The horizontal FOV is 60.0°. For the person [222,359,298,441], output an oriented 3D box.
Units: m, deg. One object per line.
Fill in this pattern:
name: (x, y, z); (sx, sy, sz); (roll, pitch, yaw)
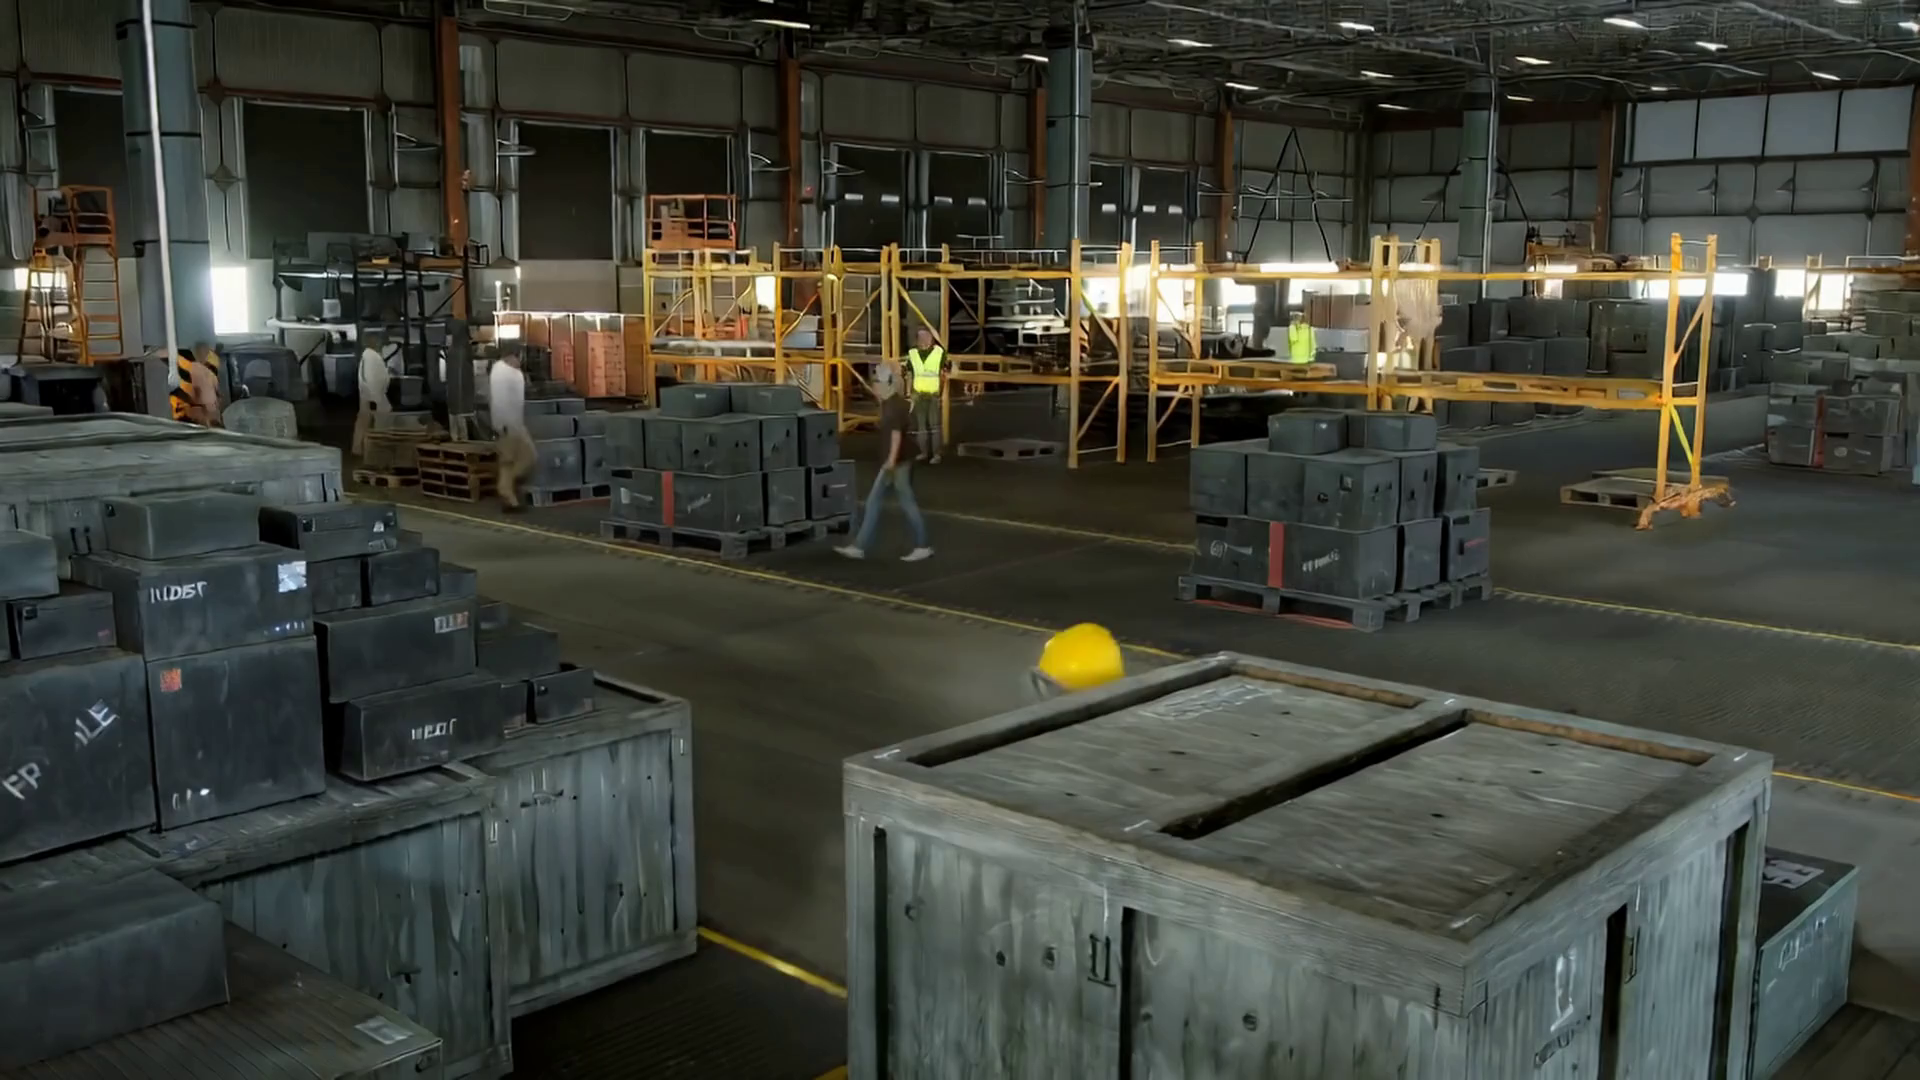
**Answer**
person: (-5.748, -0.528, 13.734); (0.586, 1.918, 0.394); (-1, 9, -7)

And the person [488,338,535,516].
person: (-4.837, -1.217, 17.951); (0.444, 1.917, 0.671); (1, 9, 4)

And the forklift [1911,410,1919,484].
forklift: (12.495, -1.964, 19.589); (1.873, 2.768, 1.129); (9, 13, 43)

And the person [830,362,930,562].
person: (-0.684, -0.684, 14.976); (0.966, 1.816, 0.549); (-4, 10, -22)

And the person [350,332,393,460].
person: (-8.081, -2.011, 23.222); (0.981, 1.770, 0.639); (-5, 11, -30)

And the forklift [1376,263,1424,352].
forklift: (12.602, -6.390, 46.722); (1.129, 2.768, 1.873); (-8, 12, -41)

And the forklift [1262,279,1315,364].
forklift: (8.555, -6.090, 44.881); (1.873, 2.768, 1.129); (9, 13, 43)

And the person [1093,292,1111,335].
person: (4.386, -6.675, 51.388); (0.544, 1.930, 0.389); (1, 9, 6)

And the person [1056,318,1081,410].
person: (2.051, -3.320, 31.414); (0.486, 1.738, 0.321); (0, 9, -2)

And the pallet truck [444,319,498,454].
pallet truck: (-6.981, -1.942, 22.150); (1.885, 1.965, 0.823); (1, 9, 9)

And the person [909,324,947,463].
person: (-0.434, -2.014, 22.881); (0.584, 1.911, 0.391); (5, 11, 29)

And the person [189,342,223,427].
person: (-10.498, -1.904, 22.951); (0.865, 1.663, 0.534); (-1, 9, -7)

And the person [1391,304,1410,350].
person: (9.700, -4.281, 36.841); (0.578, 1.882, 0.346); (-3, 10, -15)

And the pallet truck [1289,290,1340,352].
pallet truck: (11.297, -6.951, 52.861); (1.885, 1.965, 0.823); (-5, 11, -29)

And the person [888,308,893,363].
person: (-1.910, -5.319, 43.980); (0.313, 1.634, 0.515); (2, 9, 11)

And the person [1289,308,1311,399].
person: (6.997, -3.827, 34.174); (0.505, 1.847, 0.344); (-5, 10, -28)

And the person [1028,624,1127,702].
person: (0.239, 1.082, 4.359); (0.488, 1.748, 0.537); (-6, 11, -34)
